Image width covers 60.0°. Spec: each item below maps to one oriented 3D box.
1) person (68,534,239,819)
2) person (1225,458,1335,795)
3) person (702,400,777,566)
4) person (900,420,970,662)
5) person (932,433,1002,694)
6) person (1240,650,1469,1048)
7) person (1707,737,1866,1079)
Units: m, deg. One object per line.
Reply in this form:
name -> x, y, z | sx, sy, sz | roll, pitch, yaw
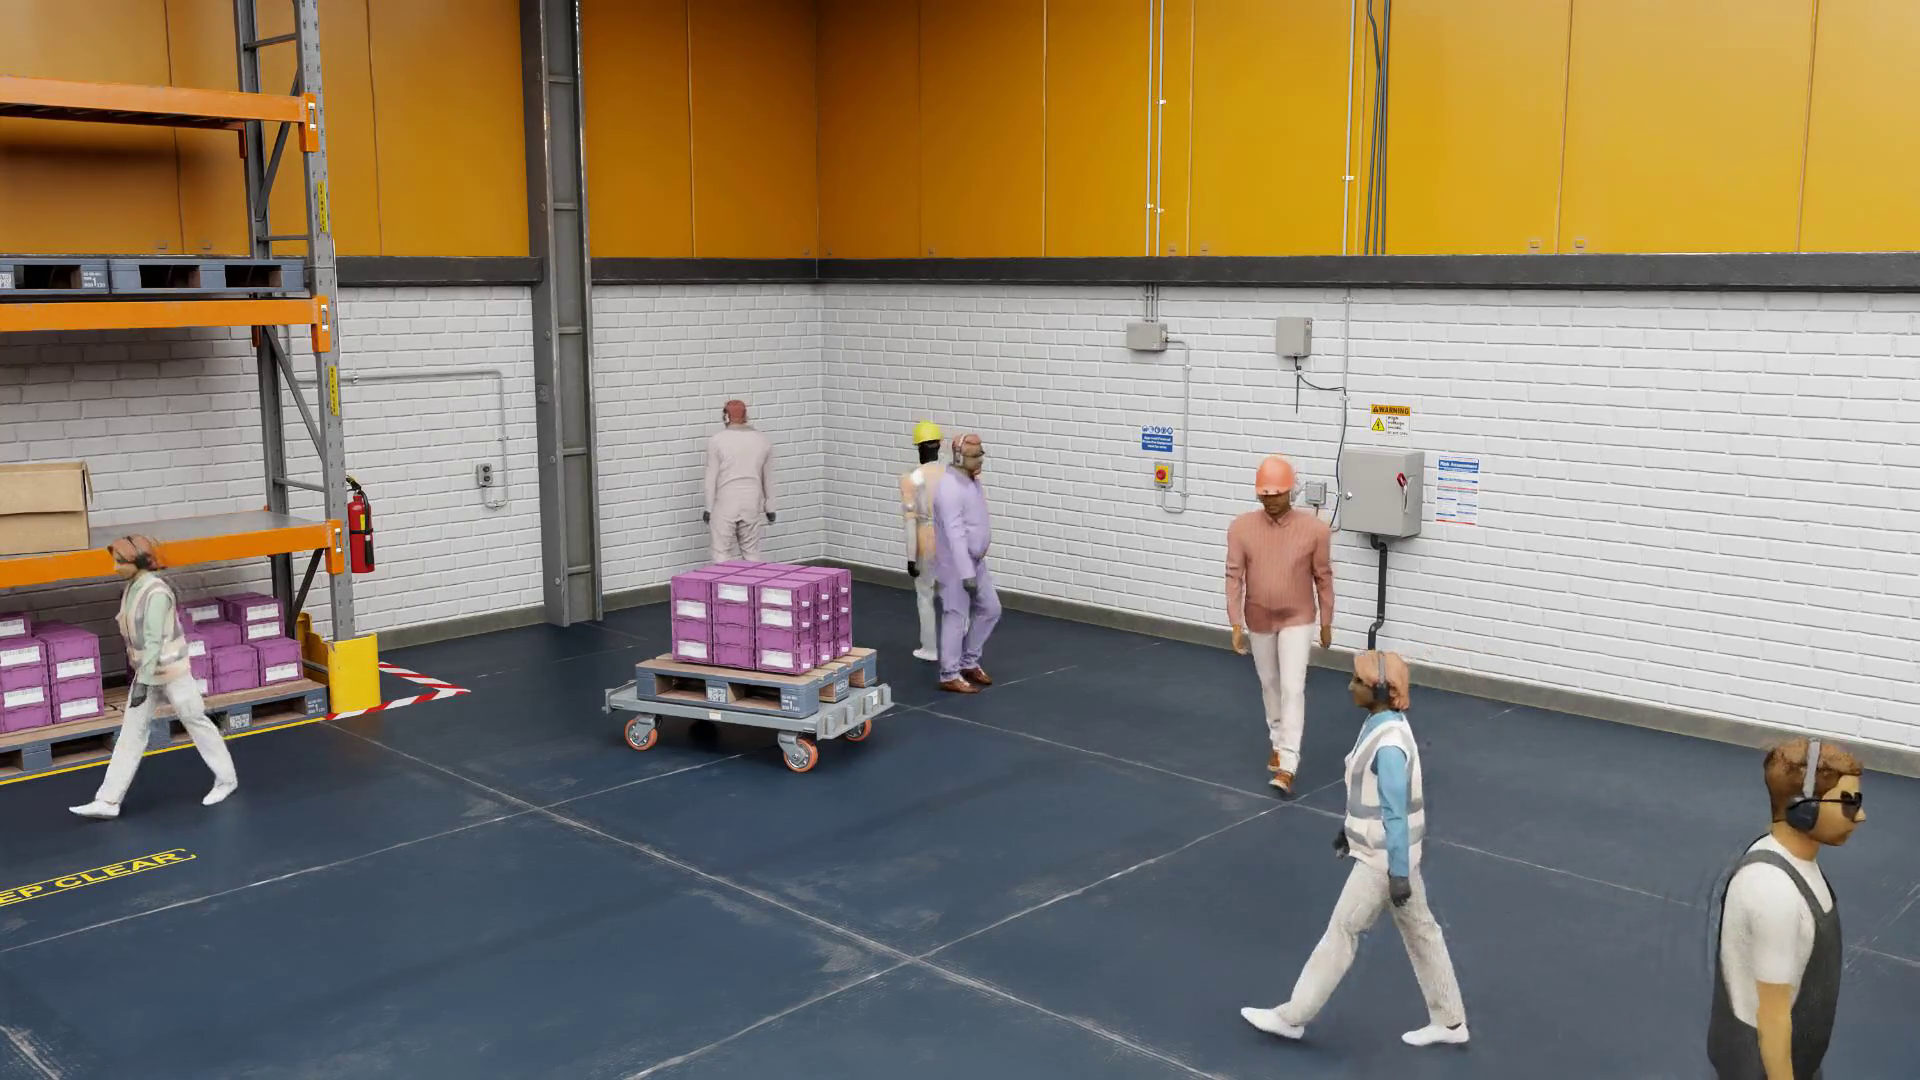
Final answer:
person -> -4.459, 0.748, 9.207 | 0.526, 1.580, 0.900 | 8, 13, 42
person -> 1.844, 0.489, 9.708 | 0.605, 1.932, 1.020 | 4, 10, 22
person -> -1.959, -0.274, 14.607 | 0.829, 1.884, 0.540 | -7, 12, -37
person -> -0.147, 0.044, 12.623 | 0.594, 1.894, 0.773 | -5, 11, -29
person -> 0.054, 0.180, 11.804 | 0.503, 1.884, 0.657 | 3, 10, 18
person -> 1.583, 1.200, 6.435 | 0.888, 1.584, 0.527 | 2, 10, 14
person -> 2.116, 1.407, 4.462 | 0.788, 1.825, 0.523 | 7, 11, 35
